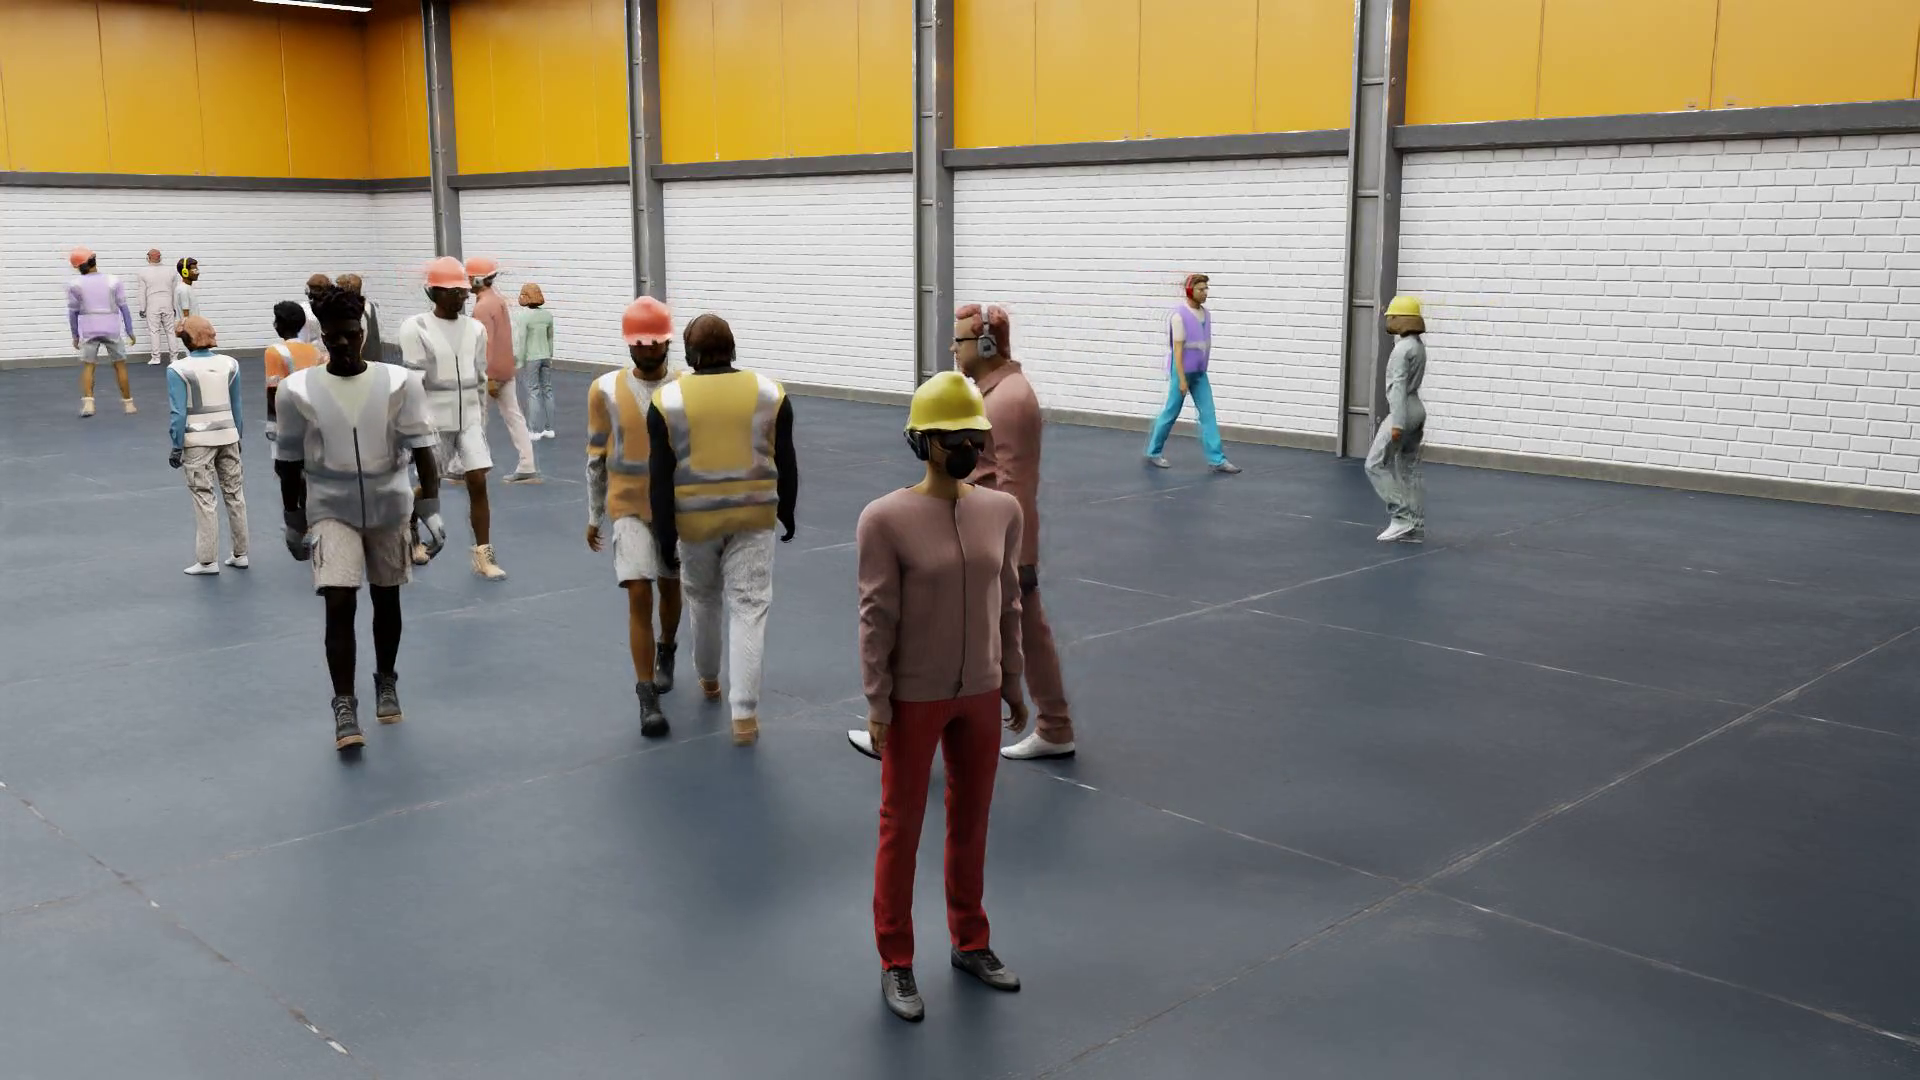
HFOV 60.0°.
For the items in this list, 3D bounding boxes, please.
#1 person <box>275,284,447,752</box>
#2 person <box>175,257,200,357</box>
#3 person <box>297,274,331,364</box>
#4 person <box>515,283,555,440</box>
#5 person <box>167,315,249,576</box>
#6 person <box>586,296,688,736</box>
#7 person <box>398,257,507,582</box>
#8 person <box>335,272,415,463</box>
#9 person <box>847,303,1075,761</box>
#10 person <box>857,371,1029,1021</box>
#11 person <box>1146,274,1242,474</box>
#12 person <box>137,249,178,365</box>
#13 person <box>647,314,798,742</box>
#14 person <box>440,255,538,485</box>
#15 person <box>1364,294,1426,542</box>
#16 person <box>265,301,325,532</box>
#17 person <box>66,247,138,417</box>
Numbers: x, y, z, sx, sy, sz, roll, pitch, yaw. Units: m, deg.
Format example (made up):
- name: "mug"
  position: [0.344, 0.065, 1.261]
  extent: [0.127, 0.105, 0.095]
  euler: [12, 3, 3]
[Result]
- name: "person"
  position: [-2.505, -0.094, 6.978]
  extent: [0.626, 1.921, 0.940]
  euler: [-5, 11, -24]
- name: "person"
  position: [-9.100, -2.402, 19.712]
  extent: [0.313, 1.869, 0.538]
  euler: [-5, 11, -24]
- name: "person"
  position: [-5.671, -1.458, 14.776]
  extent: [0.778, 1.805, 0.676]
  euler: [7, 13, 34]
- name: "person"
  position: [-4.453, -1.866, 17.421]
  extent: [0.280, 1.636, 0.500]
  euler: [6, 12, 29]
- name: "person"
  position: [-4.736, -0.594, 10.481]
  extent: [0.309, 1.640, 0.513]
  euler: [6, 12, 28]
- name: "person"
  position: [-1.374, -0.148, 7.416]
  extent: [0.560, 1.886, 1.034]
  euler: [-2, 11, -12]
- name: "person"
  position: [-3.237, -0.767, 10.433]
  extent: [0.603, 2.013, 0.964]
  euler: [-10, 14, -43]
- name: "person"
  position: [-5.483, -1.586, 15.468]
  extent: [0.943, 1.801, 0.543]
  euler: [4, 11, 19]
- name: "person"
  position: [0.035, -0.002, 6.627]
  extent: [0.968, 1.856, 0.676]
  euler: [0, 10, -1]
- name: "person"
  position: [-0.039, 0.421, 4.593]
  extent: [0.525, 1.772, 0.305]
  euler: [-7, 12, -32]
- name: "person"
  position: [2.081, -1.502, 15.033]
  extent: [0.999, 1.796, 0.584]
  euler: [10, 14, 42]
- name: "person"
  position: [-13.274, -3.856, 27.536]
  extent: [0.409, 1.909, 0.641]
  euler: [10, 14, 43]
- name: "person"
  position: [-1.027, -0.084, 7.275]
  extent: [0.635, 1.783, 0.988]
  euler: [-1, 10, -8]
- name: "person"
  position: [-4.101, -1.433, 14.199]
  extent: [0.973, 1.951, 0.619]
  euler: [1, 10, 6]
- name: "person"
  position: [3.044, -0.828, 11.510]
  extent: [0.399, 1.726, 0.502]
  euler: [6, 12, 30]
- name: "person"
  position: [-4.653, -0.859, 11.809]
  extent: [0.568, 1.676, 0.539]
  euler: [3, 11, 16]
- name: "person"
  position: [-10.094, -2.443, 19.599]
  extent: [0.717, 2.000, 0.486]
  euler: [-6, 12, -28]
